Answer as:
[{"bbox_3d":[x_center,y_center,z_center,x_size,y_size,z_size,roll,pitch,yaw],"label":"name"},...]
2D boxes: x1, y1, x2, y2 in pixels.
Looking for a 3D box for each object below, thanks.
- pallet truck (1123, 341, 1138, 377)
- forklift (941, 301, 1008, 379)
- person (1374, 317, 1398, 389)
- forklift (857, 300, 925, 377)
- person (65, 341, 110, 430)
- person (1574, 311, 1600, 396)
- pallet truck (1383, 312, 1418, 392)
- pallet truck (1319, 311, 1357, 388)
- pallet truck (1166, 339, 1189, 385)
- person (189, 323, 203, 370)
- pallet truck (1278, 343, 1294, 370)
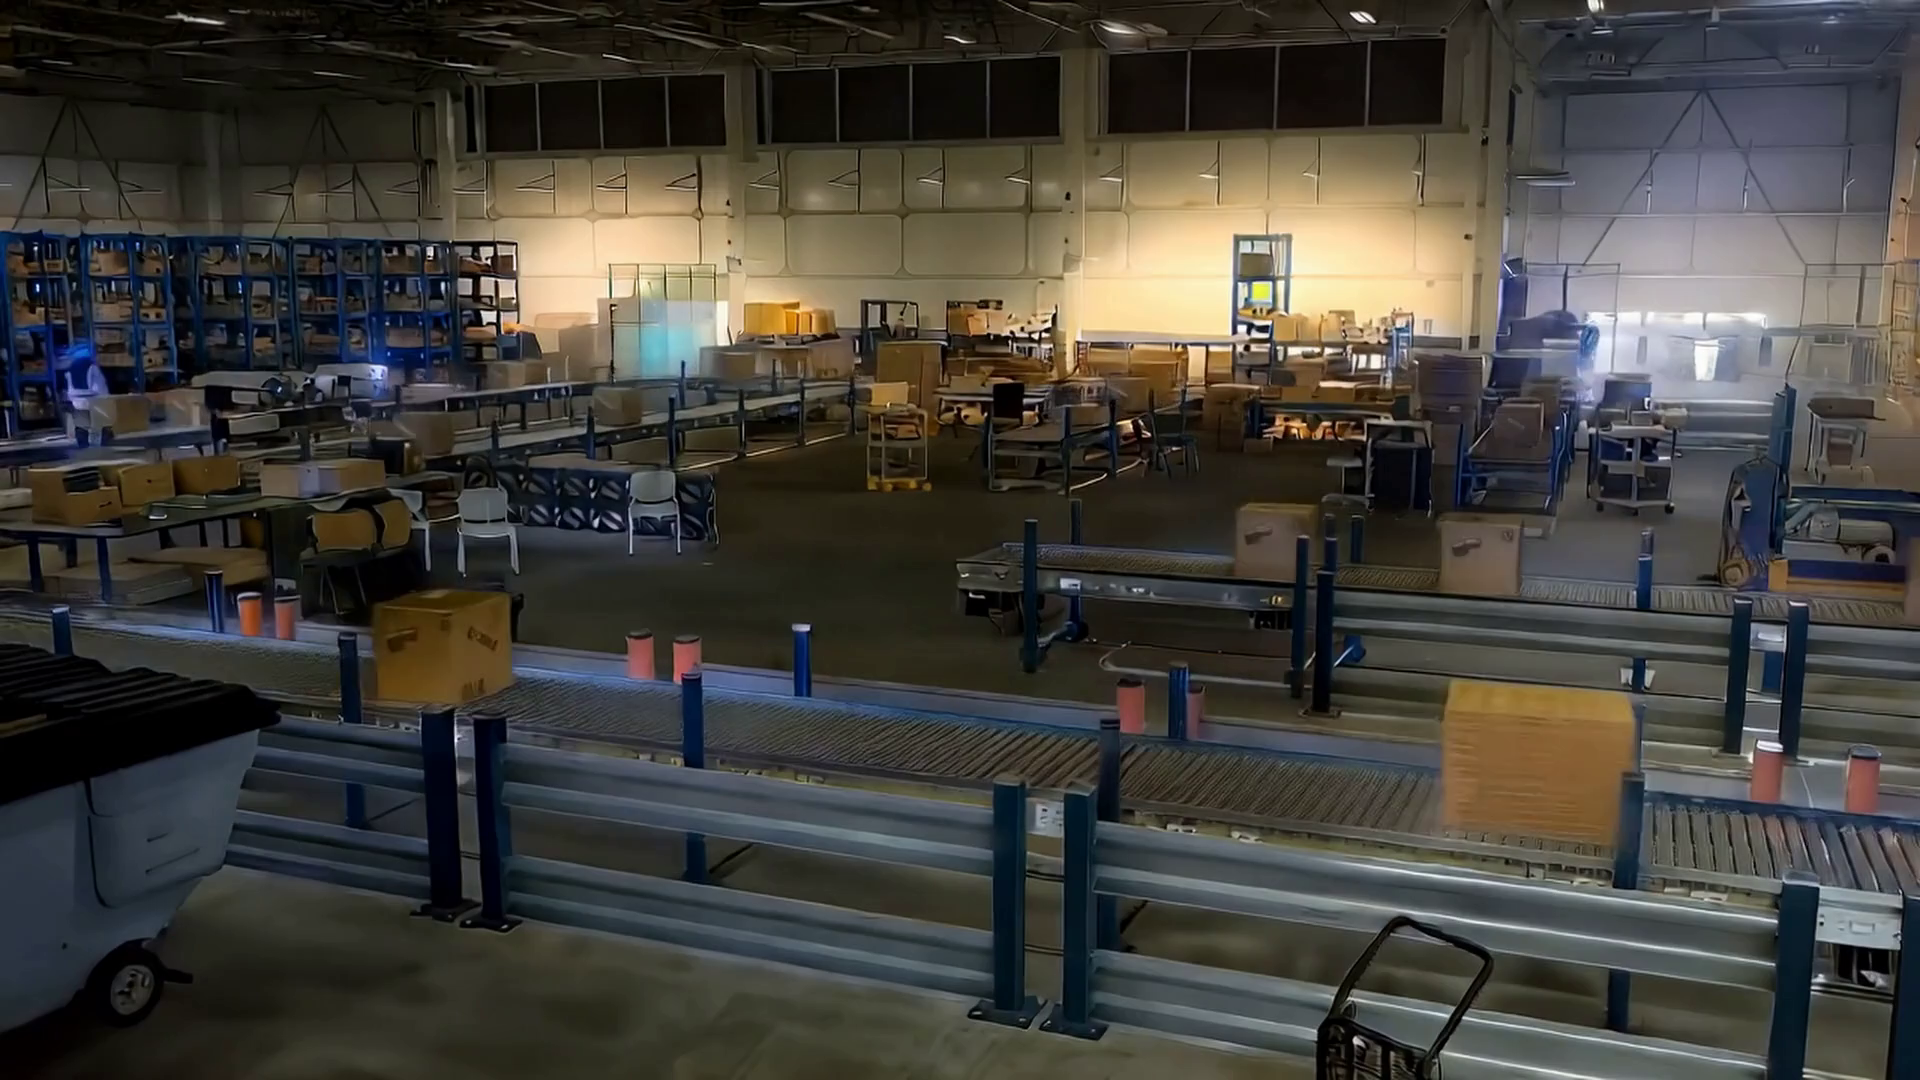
[{"bbox_3d":[4.445,-4.380,41.279,0.680,1.201,1.601,4,10,22],"label":"pallet truck"},{"bbox_3d":[0.365,-4.966,41.571,1.157,1.987,2.680,3,10,20],"label":"forklift"},{"bbox_3d":[9.306,-3.936,36.562,0.399,1.903,0.643,-5,11,-28],"label":"person"},{"bbox_3d":[-1.732,-5.109,42.468,1.157,1.987,2.680,4,10,22],"label":"forklift"},{"bbox_3d":[-12.973,-2.008,24.829,0.699,1.914,0.413,3,10,15],"label":"person"},{"bbox_3d":[14.141,-4.157,37.552,0.449,2.026,0.604,-5,11,-29],"label":"person"},{"bbox_3d":[10.207,-4.283,38.369,0.823,1.965,1.885,3,10,20],"label":"pallet truck"},{"bbox_3d":[9.071,-4.419,39.190,0.823,1.965,1.885,5,10,26],"label":"pallet truck"},{"bbox_3d":[5.418,-4.269,40.420,0.704,1.261,1.522,3,10,20],"label":"pallet truck"},{"bbox_3d":[-17.942,-4.304,38.996,0.566,1.838,0.384,-7,12,-36],"label":"person"},{"bbox_3d":[7.886,-4.163,39.743,0.653,1.274,1.630,4,10,22],"label":"pallet truck"}]
